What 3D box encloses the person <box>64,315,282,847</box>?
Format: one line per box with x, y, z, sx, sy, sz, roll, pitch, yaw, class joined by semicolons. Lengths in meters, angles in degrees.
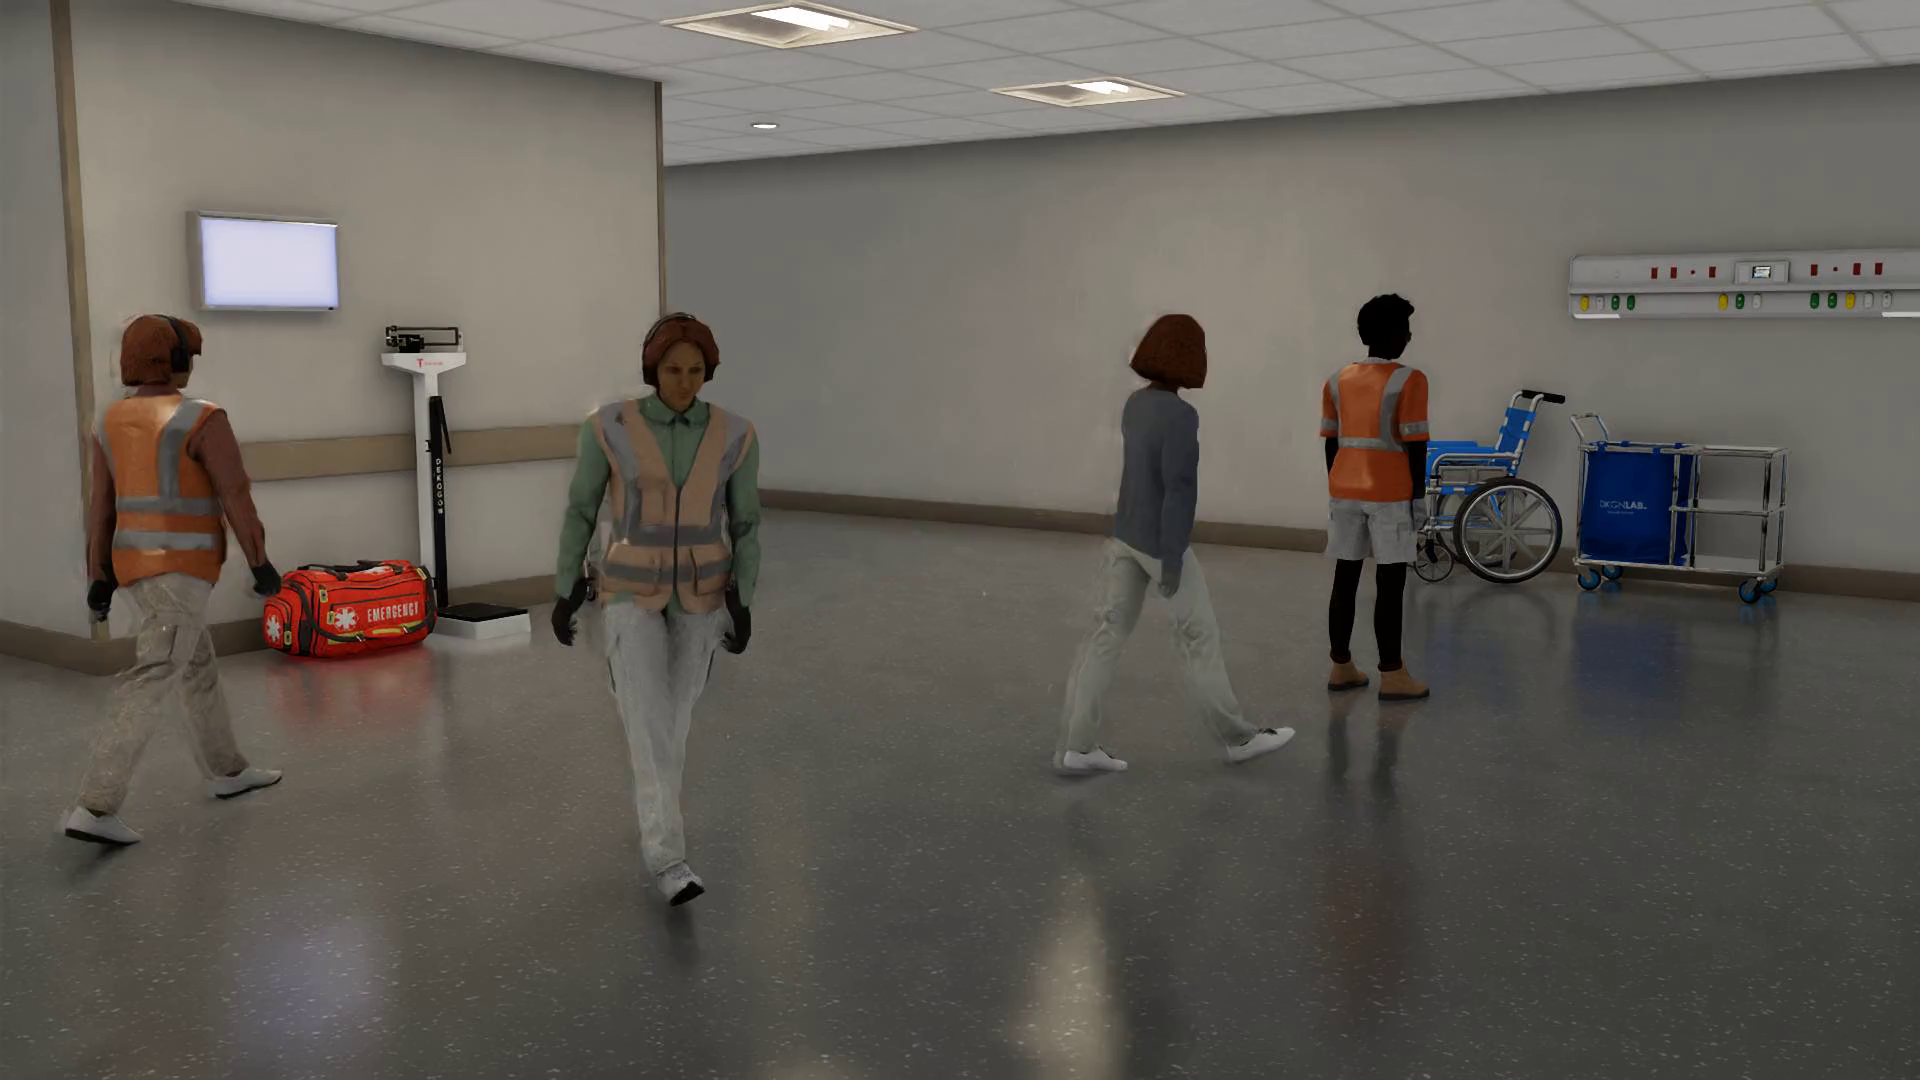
-2.459;0.103;5.122;0.502;1.591;0.891;3;8;26;person

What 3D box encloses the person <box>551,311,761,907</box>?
-0.815;0.173;4.565;0.549;1.581;0.883;-3;8;-25;person

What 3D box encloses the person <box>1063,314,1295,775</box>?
0.733;0.024;5.737;0.849;1.585;0.516;-3;8;-21;person

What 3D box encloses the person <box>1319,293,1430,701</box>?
1.742;-0.180;6.980;0.321;1.694;0.535;-5;9;-36;person
